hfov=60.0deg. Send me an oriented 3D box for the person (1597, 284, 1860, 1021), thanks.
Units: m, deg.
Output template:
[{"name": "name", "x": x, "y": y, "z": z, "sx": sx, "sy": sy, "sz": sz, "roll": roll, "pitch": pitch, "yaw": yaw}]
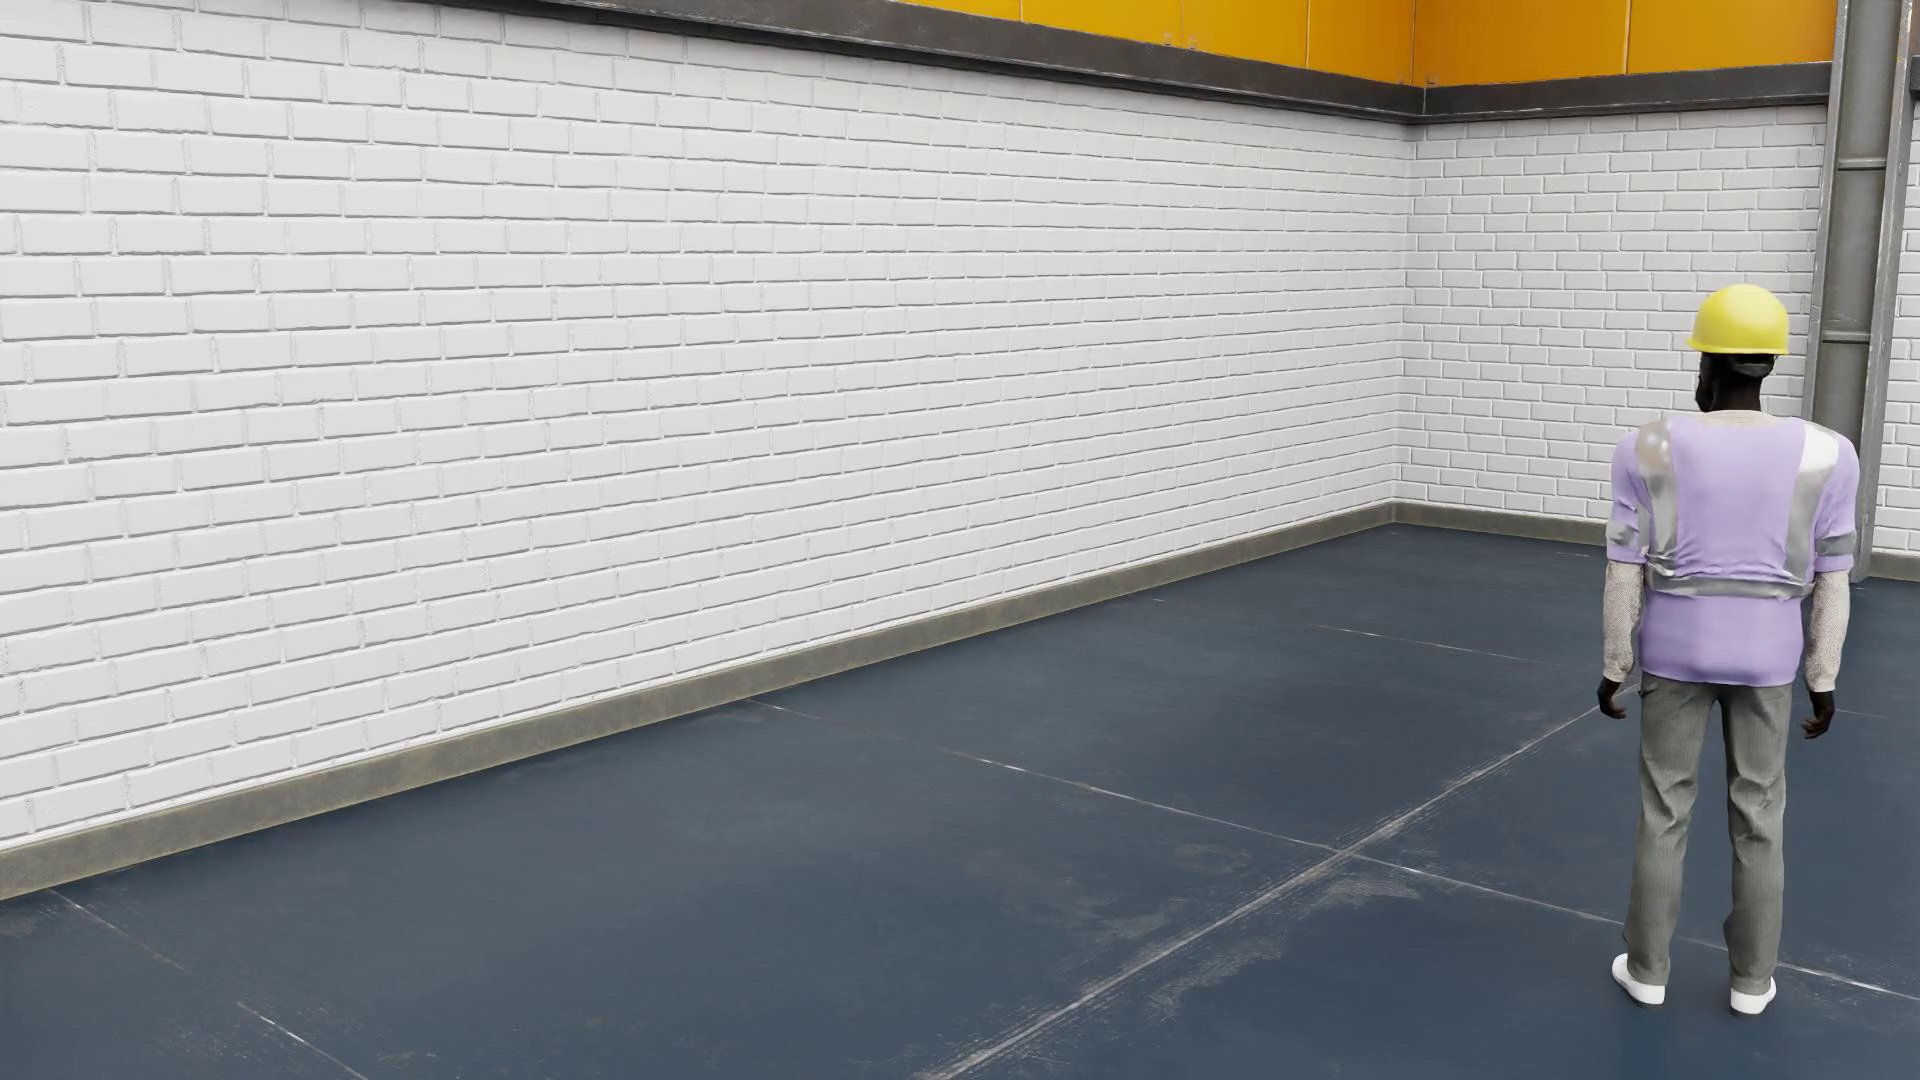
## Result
[{"name": "person", "x": 1.988, "y": 0.304, "z": 4.365, "sx": 0.593, "sy": 1.929, "sz": 0.359, "roll": 3, "pitch": 10, "yaw": 17}]
